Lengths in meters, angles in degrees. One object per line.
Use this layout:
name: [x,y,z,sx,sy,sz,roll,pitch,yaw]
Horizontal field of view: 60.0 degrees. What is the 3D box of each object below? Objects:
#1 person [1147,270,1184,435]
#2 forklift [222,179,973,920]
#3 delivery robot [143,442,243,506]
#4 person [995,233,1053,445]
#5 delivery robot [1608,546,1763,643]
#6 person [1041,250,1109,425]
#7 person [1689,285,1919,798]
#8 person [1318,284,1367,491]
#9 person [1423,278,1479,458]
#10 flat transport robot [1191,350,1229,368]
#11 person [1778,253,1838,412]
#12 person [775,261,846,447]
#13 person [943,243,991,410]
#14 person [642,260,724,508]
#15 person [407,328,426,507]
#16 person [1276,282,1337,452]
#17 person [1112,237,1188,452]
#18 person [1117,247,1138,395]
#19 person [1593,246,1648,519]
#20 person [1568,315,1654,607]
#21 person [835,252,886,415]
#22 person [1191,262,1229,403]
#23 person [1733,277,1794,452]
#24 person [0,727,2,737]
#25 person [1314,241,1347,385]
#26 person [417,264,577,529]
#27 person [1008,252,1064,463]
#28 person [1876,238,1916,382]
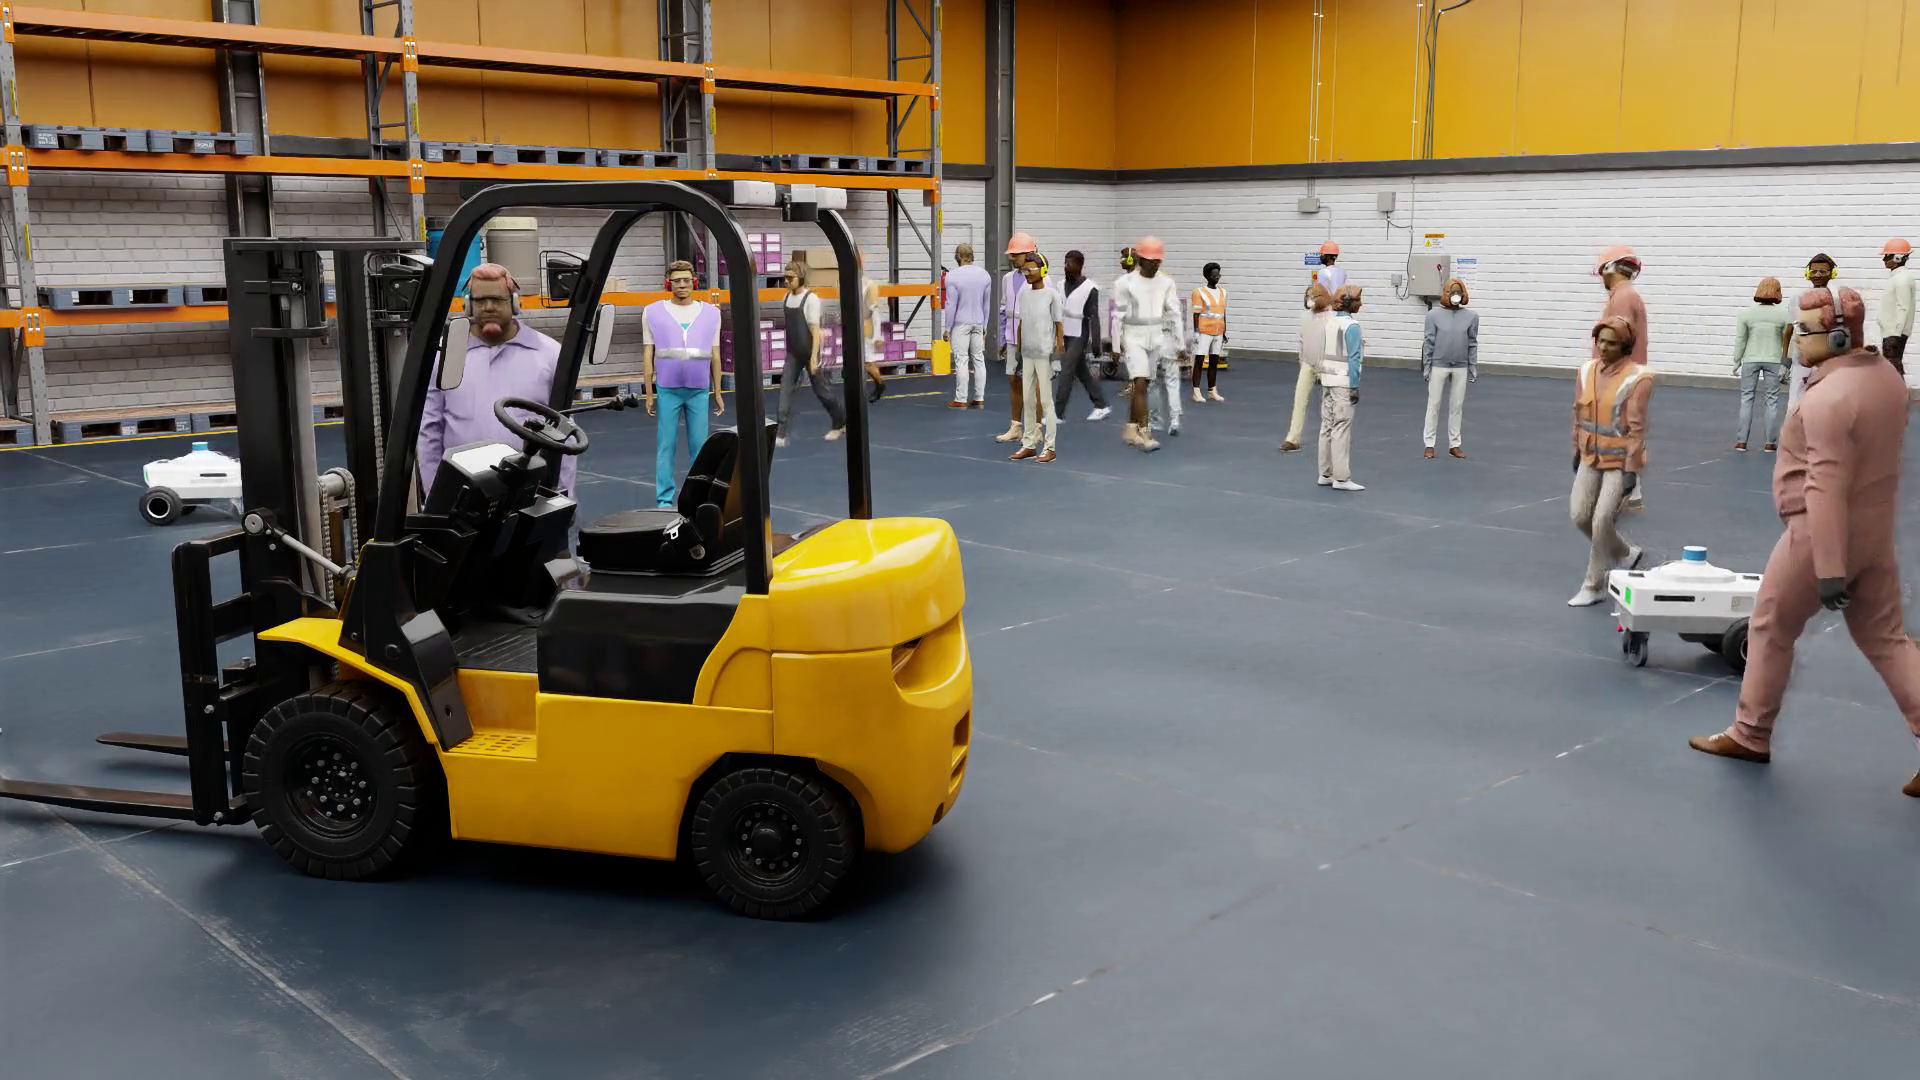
person: [2.078,-1.928,17.027,0.501,1.680,0.907,-1,10,-8]
forklift: [-1.114,-0.058,5.440,2.313,2.155,1.214,2,11,13]
delivery robot: [-5.379,-0.453,11.811,0.707,0.478,0.477,-1,10,-8]
person: [0.599,-1.928,16.057,0.616,2.040,0.381,10,14,43]
delivery robot: [3.451,0.273,7.853,0.707,0.478,0.477,1,10,8]
person: [1.272,-2.196,18.002,1.015,1.876,0.585,-7,12,-32]
person: [3.233,0.004,6.050,0.650,1.852,0.984,-7,12,-33]
person: [3.045,-1.217,13.283,0.314,1.636,0.515,-2,11,-11]
person: [4.457,-1.555,15.135,0.498,1.633,0.282,0,10,0]
flat transport robot: [3.805,-2.793,25.605,0.652,0.197,1.431,2,11,10]
person: [7.244,-1.490,14.137,0.513,1.872,0.328,6,12,30]
person: [-1.468,-1.802,16.091,0.523,1.787,1.038,9,14,40]
person: [0.071,-2.475,19.336,0.627,1.934,0.372,-7,13,-35]
person: [-1.963,-1.052,11.809,0.563,1.847,0.389,-4,11,-19]
person: [-2.488,-0.278,7.747,0.886,1.796,0.641,-4,11,-20]
person: [3.367,-1.622,15.618,0.851,1.589,0.502,-9,13,-39]
person: [1.793,-1.826,15.627,0.648,1.987,0.972,-4,11,-22]
person: [2.167,-2.767,21.101,0.310,1.868,0.534,1,10,4]
person: [4.718,-1.106,11.856,0.420,1.947,0.714,4,11,20]
person: [3.567,-0.420,9.014,0.560,1.608,0.542,-5,12,-28]
person: [-1.109,-2.393,19.056,0.556,1.890,0.830,4,11,22]
person: [3.033,-2.512,20.177,0.532,1.697,0.320,-6,12,-31]
person: [7.525,-1.640,15.598,0.507,1.632,0.274,5,12,27]
person: [-4.084,-0.127,6.545,0.387,1.926,0.591,-9,14,-40]
person: [4.975,-3.063,22.530,0.552,1.937,0.358,-10,14,-42]
person: [-1.942,-0.203,7.021,0.651,1.904,0.403,-3,11,-14]
person: [0.685,-1.625,14.871,0.538,1.869,0.312,10,14,42]
person: [9.887,-2.197,17.649,0.396,1.993,0.618,5,11,23]
